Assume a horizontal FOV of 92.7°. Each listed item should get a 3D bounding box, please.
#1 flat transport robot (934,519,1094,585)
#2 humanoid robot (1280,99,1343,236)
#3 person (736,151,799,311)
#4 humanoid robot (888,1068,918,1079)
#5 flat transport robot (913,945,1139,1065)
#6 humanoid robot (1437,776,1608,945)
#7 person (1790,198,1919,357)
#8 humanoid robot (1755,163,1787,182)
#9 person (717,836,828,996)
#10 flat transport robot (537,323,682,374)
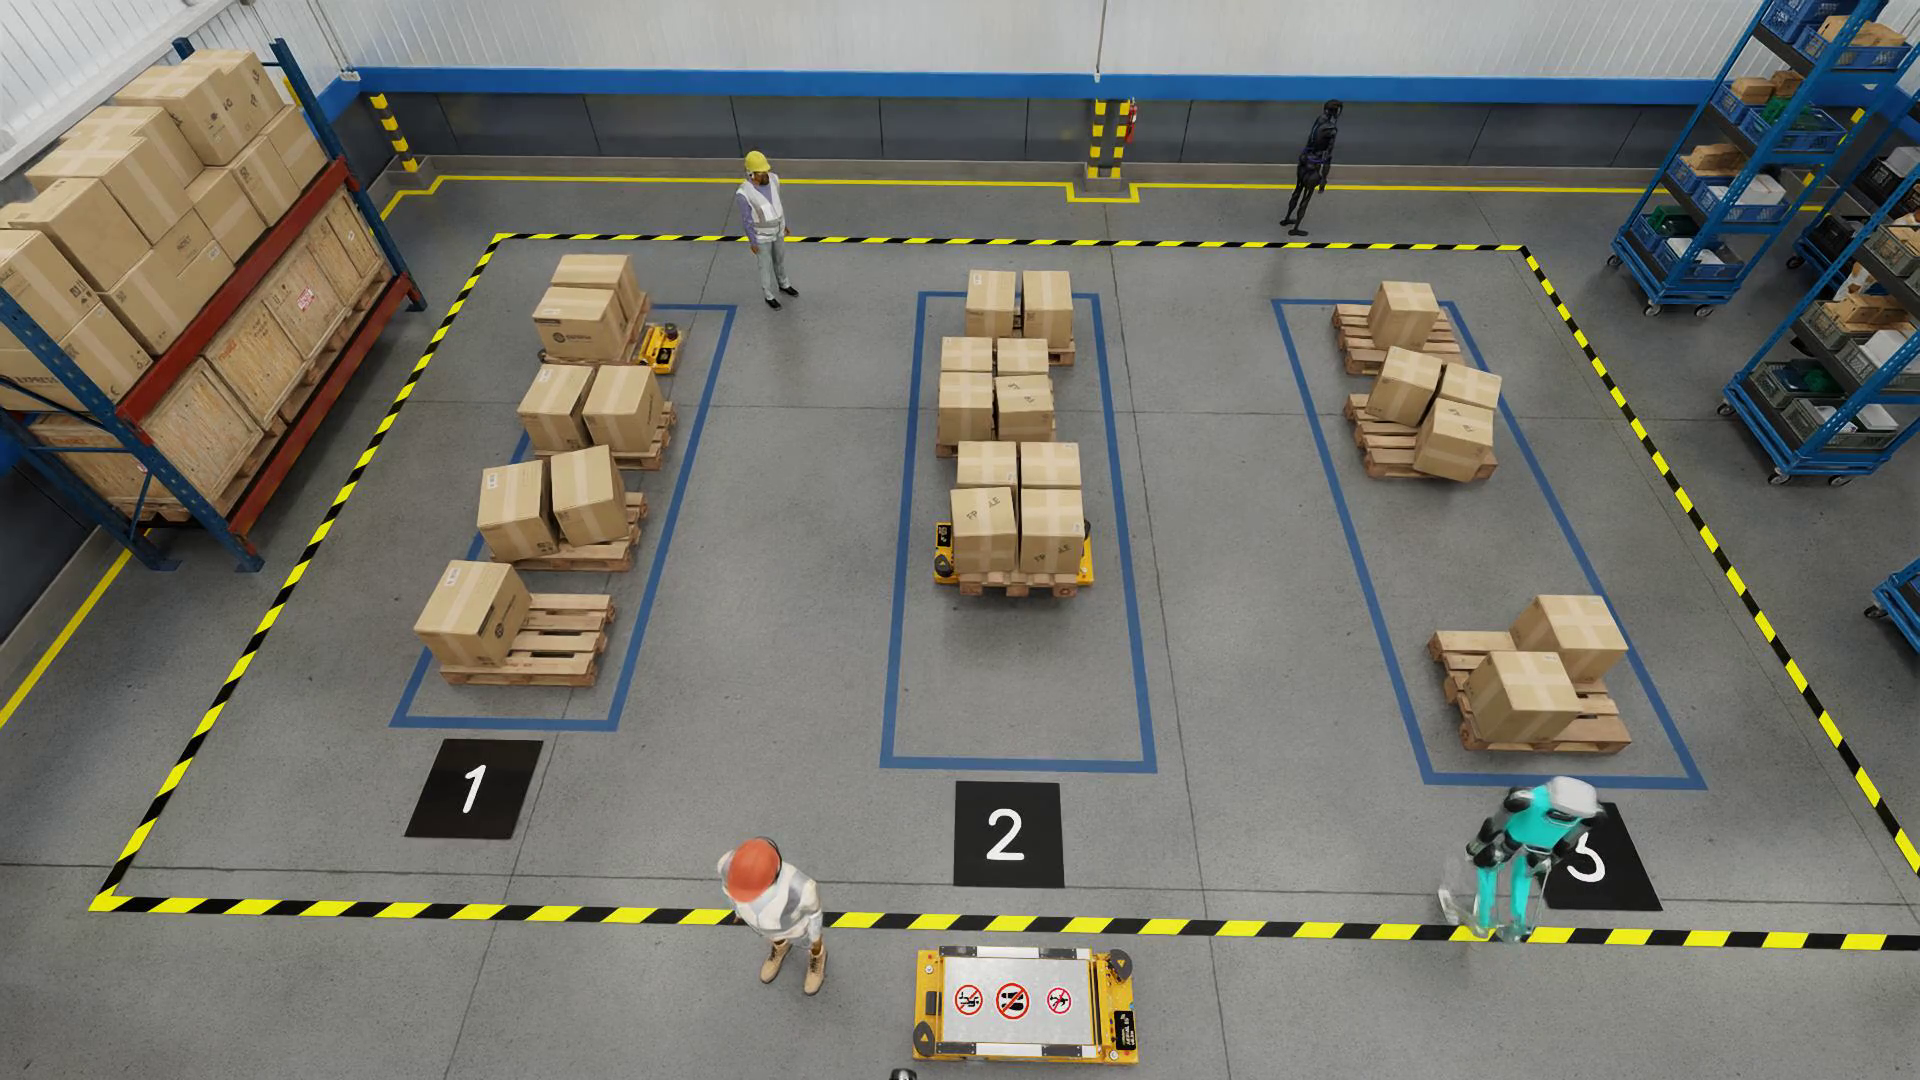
[{"bbox_3d":[0.490,0.087,8.397,1.431,0.197,0.652,1,51,1],"label":"flat transport robot"},{"bbox_3d":[4.359,-4.611,11.326,0.315,1.657,0.599,-7,51,-6],"label":"humanoid robot"},{"bbox_3d":[-2.152,-3.476,10.307,0.404,1.837,0.589,29,57,22],"label":"person"},{"bbox_3d":[-0.579,3.218,4.912,0.819,1.757,0.541,2,51,2],"label":"humanoid robot"},{"bbox_3d":[0.422,3.041,6.007,1.431,0.231,0.659,1,51,1],"label":"flat transport robot"},{"bbox_3d":[3.481,2.128,5.717,0.533,1.677,0.735,10,51,8],"label":"humanoid robot"},{"bbox_3d":[9.678,-2.838,9.720,0.544,1.942,0.348,-26,55,-19],"label":"person"},{"bbox_3d":[9.899,-4.561,11.294,0.613,1.642,0.427,2,51,2],"label":"humanoid robot"},{"bbox_3d":[-1.096,2.269,5.490,0.605,2.048,0.366,13,52,10],"label":"person"},{"bbox_3d":[-3.904,-2.155,10.224,1.431,0.197,0.652,1,51,1],"label":"flat transport robot"}]
